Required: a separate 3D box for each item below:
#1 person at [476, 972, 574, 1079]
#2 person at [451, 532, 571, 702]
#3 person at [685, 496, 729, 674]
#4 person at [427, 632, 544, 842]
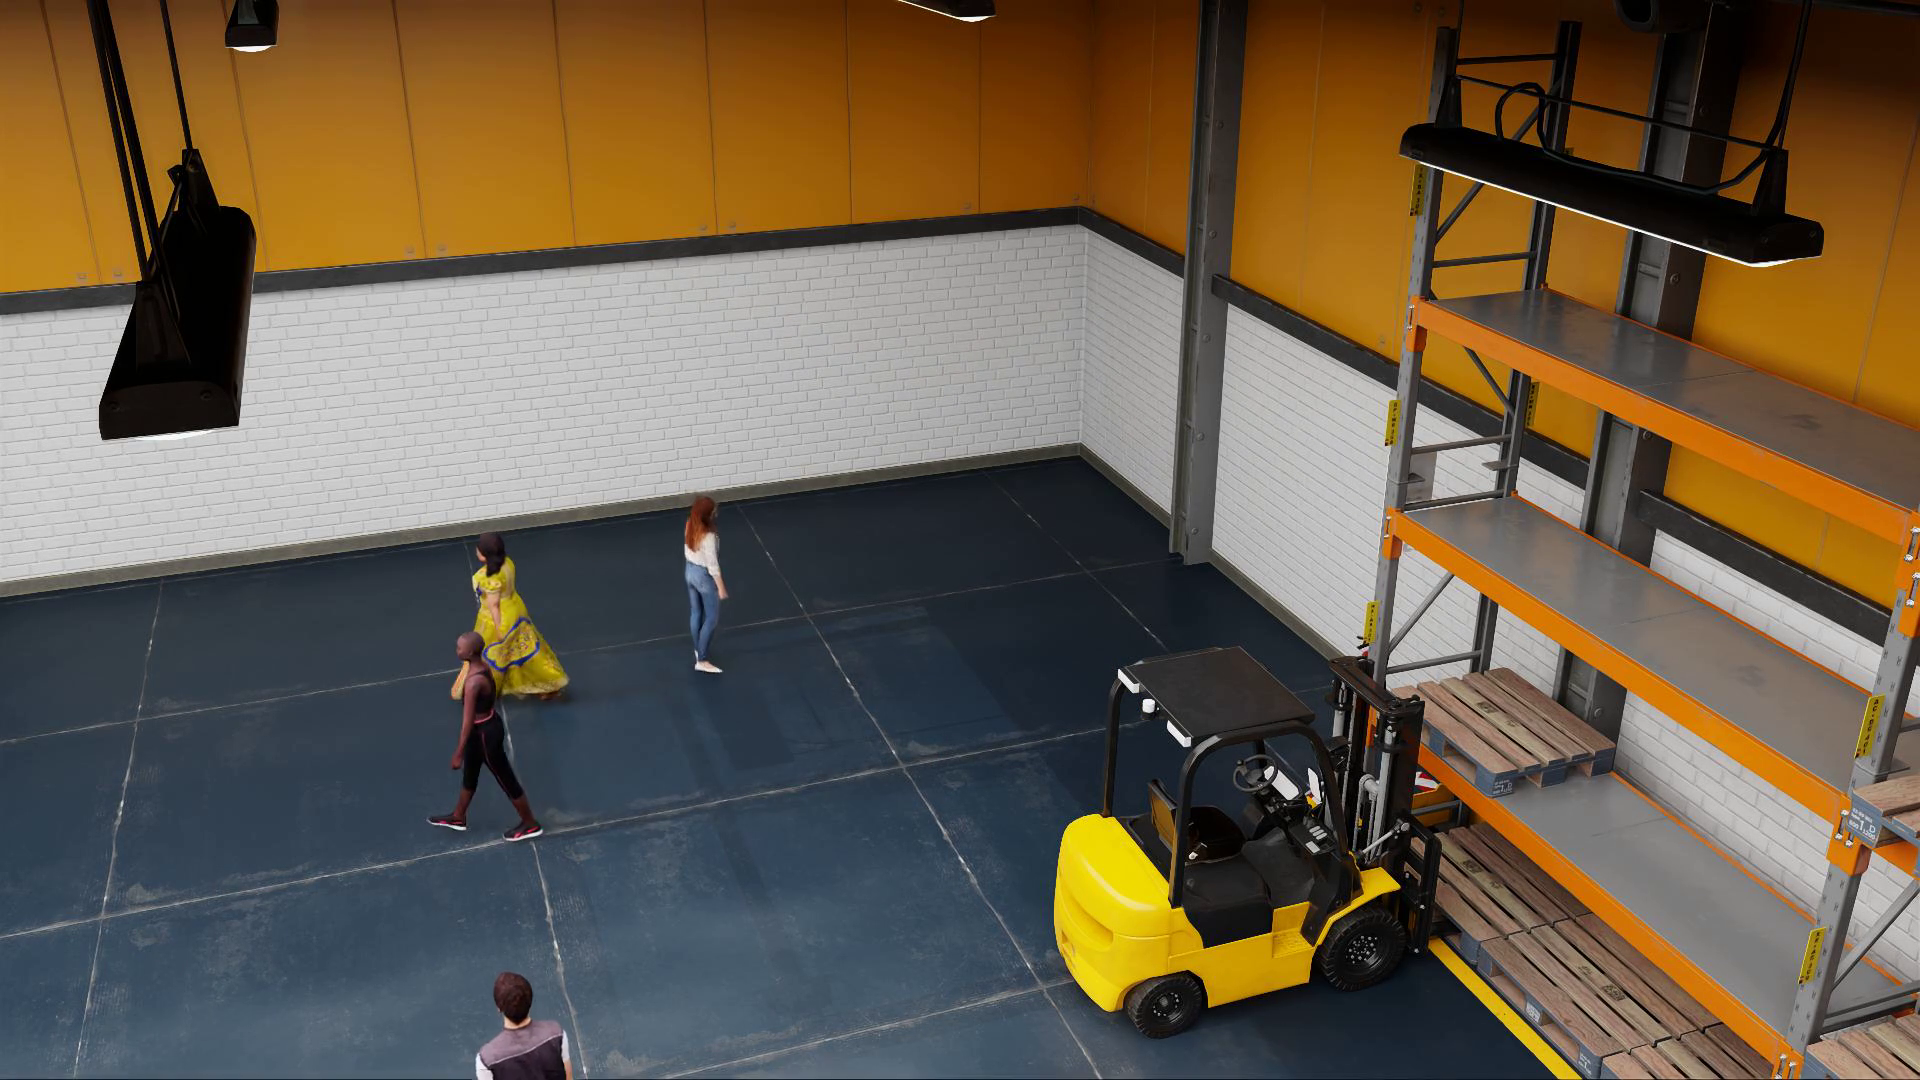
[{"bbox_3d":[-2.195,3.103,8.621,0.853,1.815,1.215,-16,28,-31],"label":"person"},{"bbox_3d":[-3.854,0.714,14.343,1.187,1.610,1.281,4,24,8],"label":"person"},{"bbox_3d":[-2.372,0.343,15.081,0.656,1.697,0.863,16,28,32],"label":"person"},{"bbox_3d":[-3.425,1.492,12.415,0.795,1.729,1.064,-4,24,-10],"label":"person"}]
